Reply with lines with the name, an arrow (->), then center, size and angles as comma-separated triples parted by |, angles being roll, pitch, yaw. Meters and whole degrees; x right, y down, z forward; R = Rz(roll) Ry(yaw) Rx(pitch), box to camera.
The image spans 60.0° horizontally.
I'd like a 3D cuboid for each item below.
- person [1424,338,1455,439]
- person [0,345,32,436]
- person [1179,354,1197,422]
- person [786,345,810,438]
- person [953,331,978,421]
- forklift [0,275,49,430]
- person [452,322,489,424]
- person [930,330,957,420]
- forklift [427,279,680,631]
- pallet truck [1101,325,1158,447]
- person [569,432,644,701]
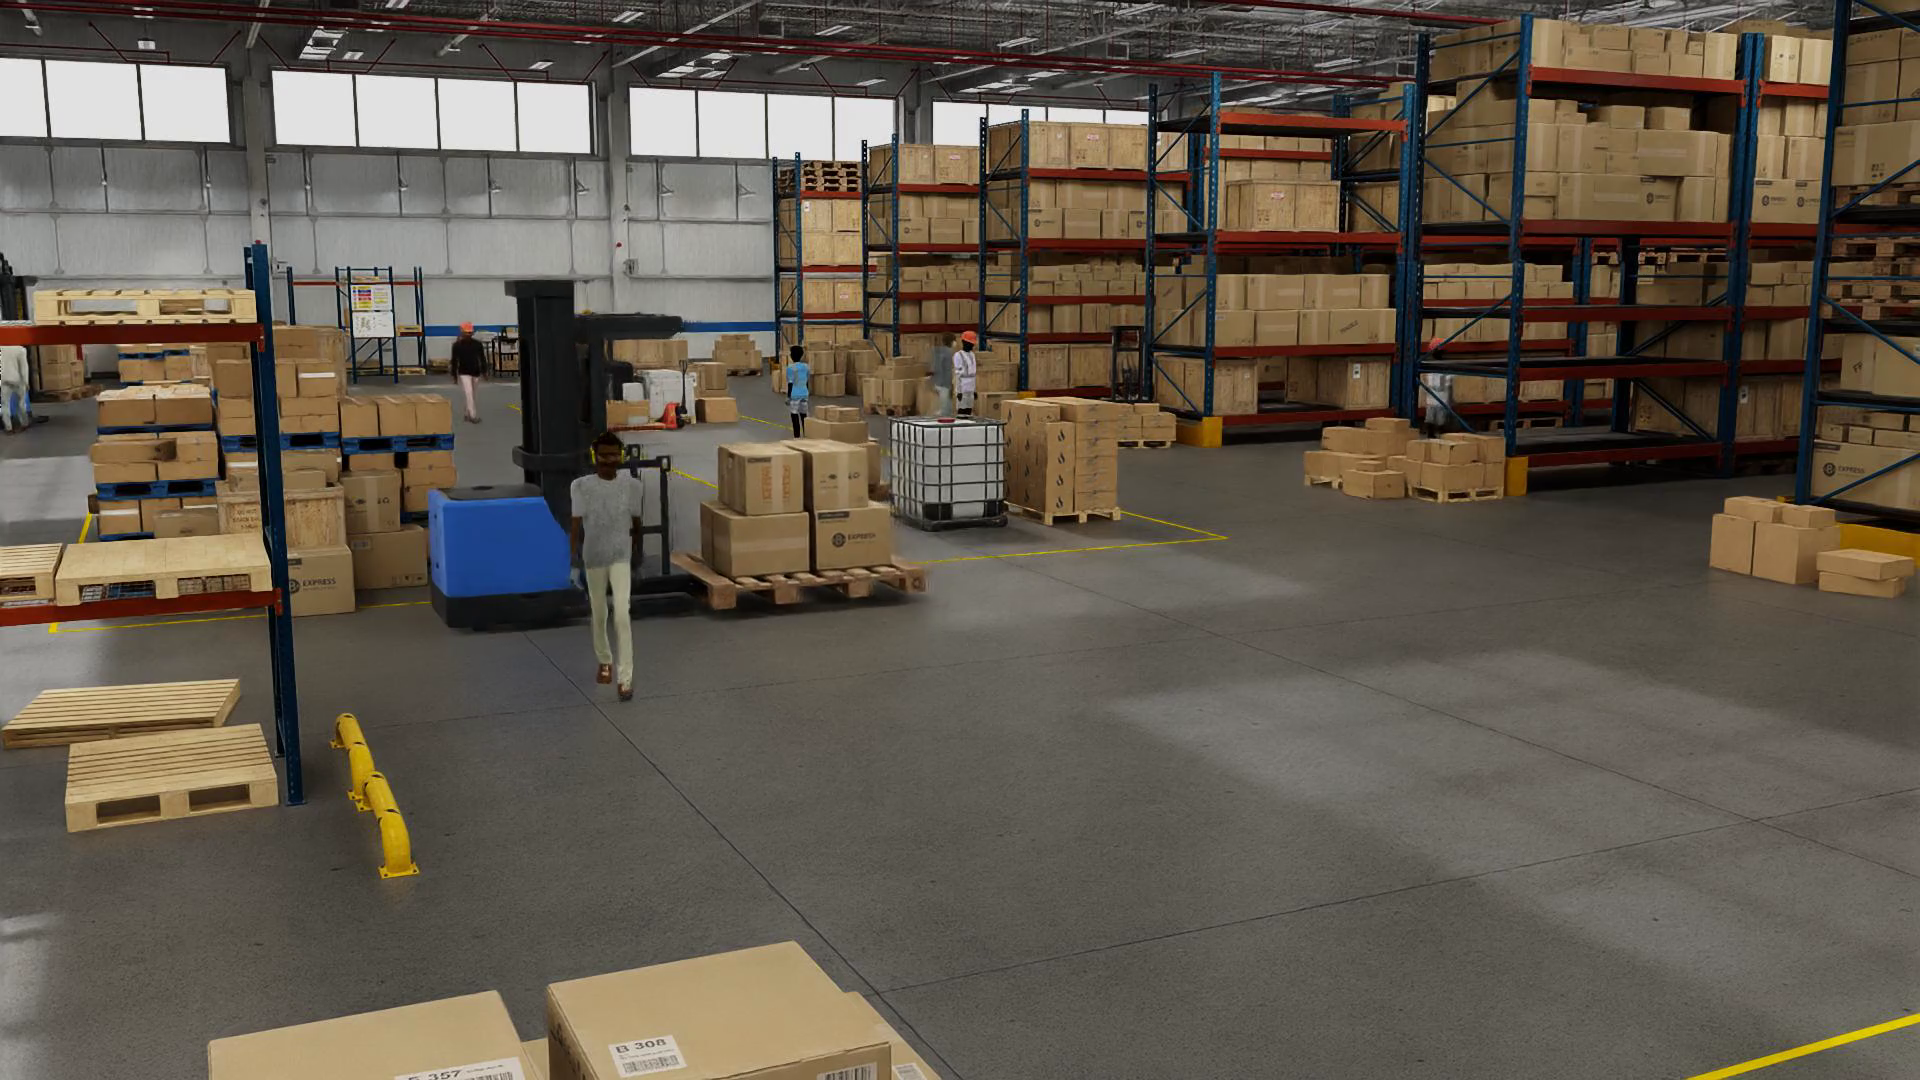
person -> 7.168, -2.053, 24.799 | 0.556, 1.917, 0.556 | -5, 11, -30
person -> -16.951, -2.835, 29.734 | 0.655, 1.888, 0.985 | -2, 9, -15
person -> 4.572, -3.185, 32.185 | 0.649, 1.804, 0.481 | 3, 10, 17
person -> -2.671, -2.345, 27.299 | 0.315, 1.696, 0.541 | 6, 11, 33
person -> 0.120, -2.495, 27.515 | 0.369, 1.929, 0.542 | 5, 11, 30
forklift -> -17.775, -3.458, 30.544 | 1.129, 2.768, 1.873 | -2, 9, -10
person -> -9.407, -3.203, 31.890 | 0.610, 1.947, 1.062 | -8, 12, -39
person -> -0.303, -2.598, 28.211 | 0.670, 1.914, 0.646 | -3, 10, -16
forklift -> -3.428, -0.762, 13.814 | 1.873, 2.768, 1.129 | -4, 10, -25
pallet truck -> 2.881, -2.596, 27.923 | 0.823, 1.965, 1.885 | -1, 9, -7
person -> -2.410, 0.164, 11.380 | 0.513, 1.816, 0.993 | -2, 9, -11
